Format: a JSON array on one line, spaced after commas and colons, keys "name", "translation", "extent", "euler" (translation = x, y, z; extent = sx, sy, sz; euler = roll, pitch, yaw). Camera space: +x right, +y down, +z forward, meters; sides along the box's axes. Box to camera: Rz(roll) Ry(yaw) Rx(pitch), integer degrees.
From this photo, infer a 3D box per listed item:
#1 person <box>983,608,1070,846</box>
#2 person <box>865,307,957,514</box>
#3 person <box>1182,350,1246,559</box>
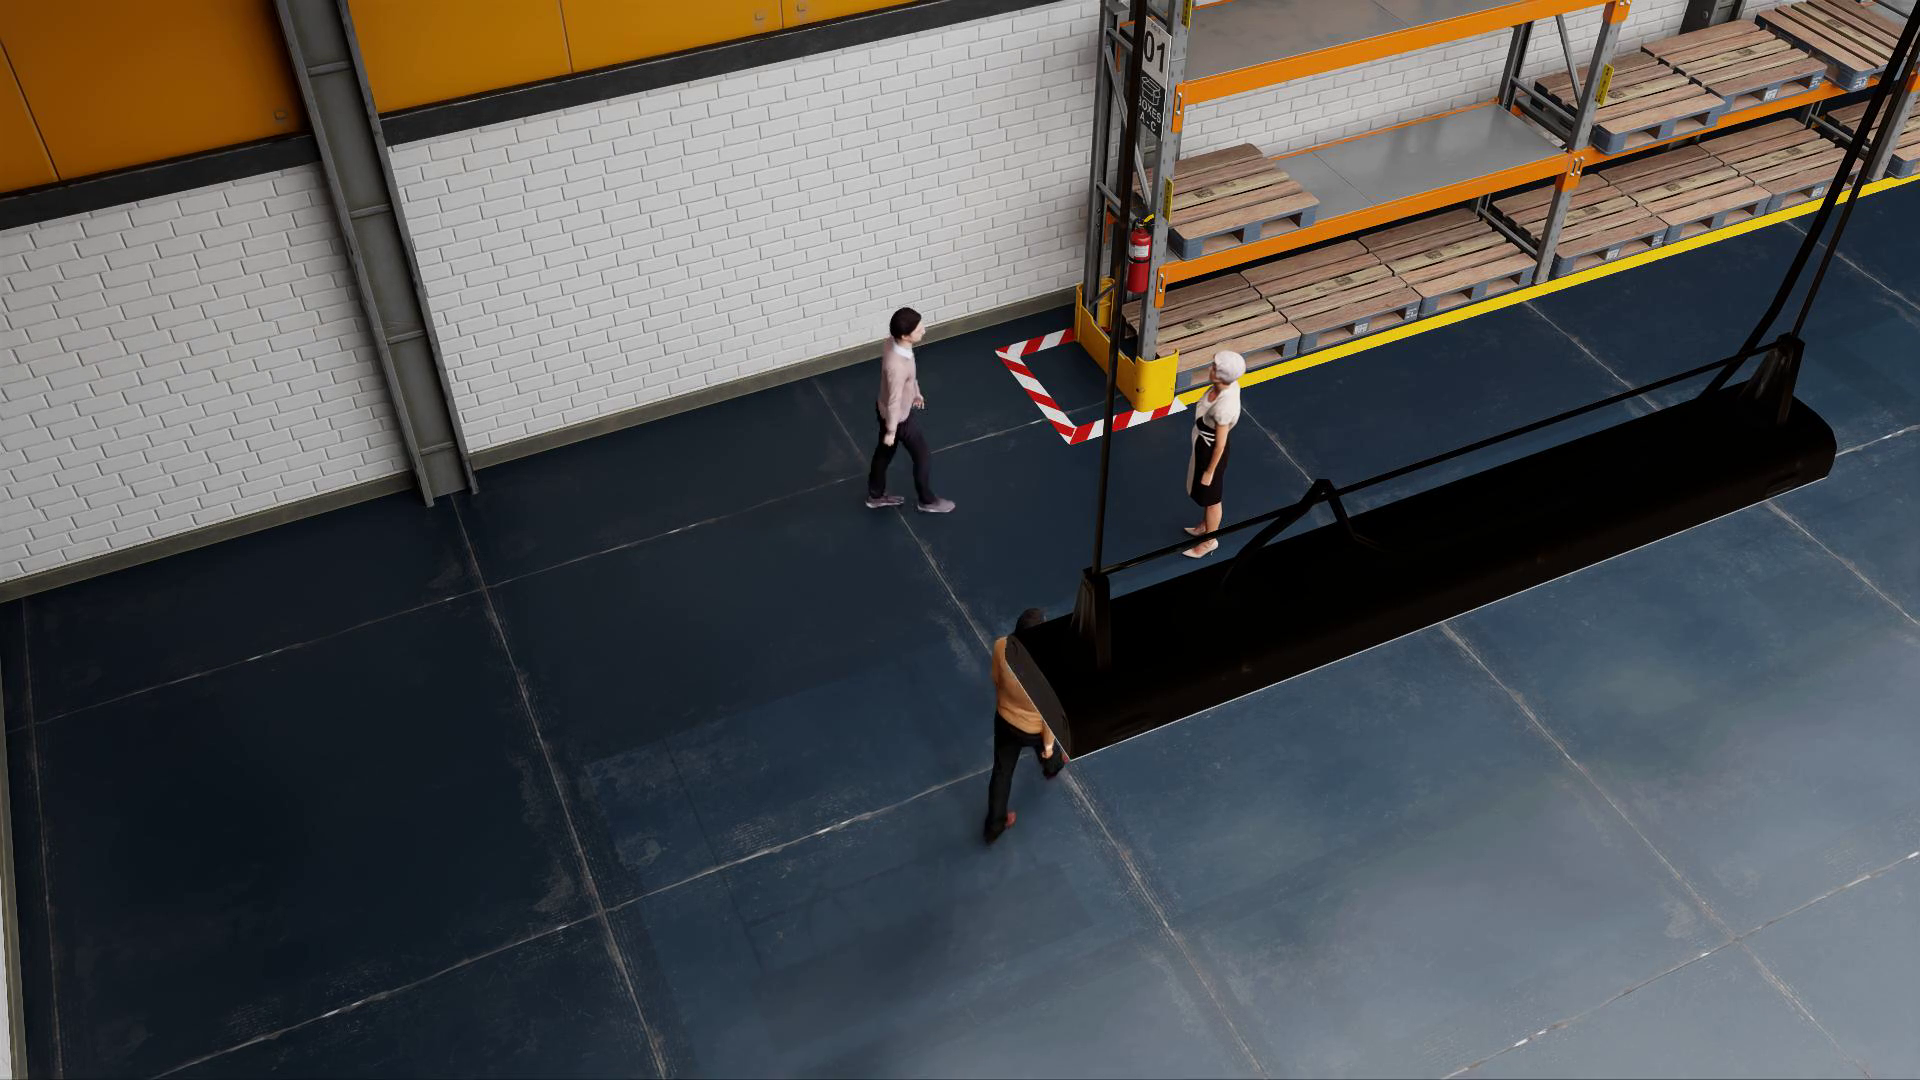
[{"name": "person", "translation": [0.343, 1.131, 9.816], "extent": [1.088, 1.707, 1.263], "euler": [22, 48, 22]}, {"name": "person", "translation": [-0.531, -0.895, 11.889], "extent": [0.990, 1.781, 0.812], "euler": [-6, 44, -6]}, {"name": "person", "translation": [1.775, -0.593, 11.590], "extent": [0.728, 1.756, 0.713], "euler": [7, 44, 7]}]
